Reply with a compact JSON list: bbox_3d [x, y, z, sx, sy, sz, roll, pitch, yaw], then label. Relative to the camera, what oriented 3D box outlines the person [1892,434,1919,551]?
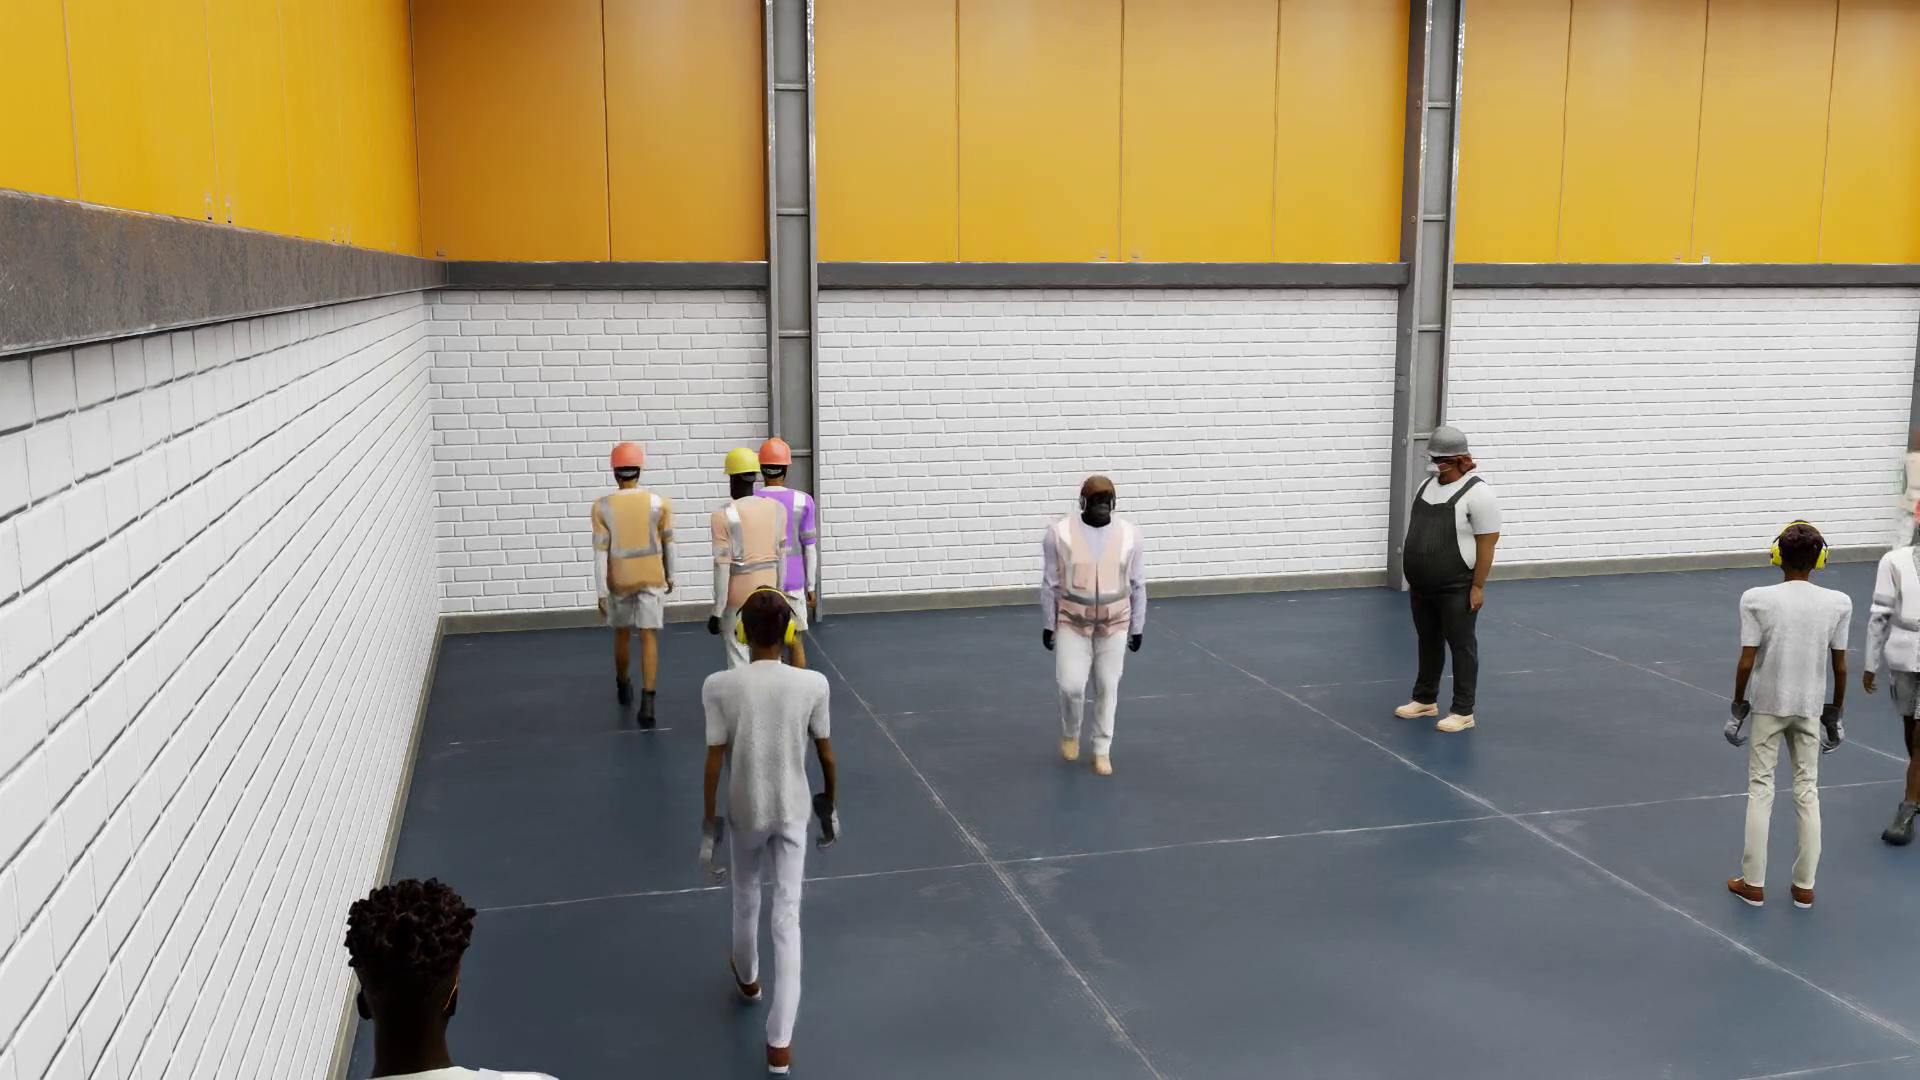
[{"bbox_3d":[9.157,-0.282,15.749,0.848,1.586,0.538,-4,10,-21],"label":"person"}]

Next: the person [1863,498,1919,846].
[{"bbox_3d":[5.253,0.649,9.057,0.559,1.890,1.014,9,12,43],"label":"person"}]

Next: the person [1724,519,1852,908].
[{"bbox_3d":[3.951,0.831,7.967,0.535,1.869,0.314,2,9,10],"label":"person"}]

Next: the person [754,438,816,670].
[{"bbox_3d":[-1.239,0.282,11.185,0.548,1.936,0.378,-1,9,-6],"label":"person"}]

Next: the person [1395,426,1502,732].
[{"bbox_3d":[3.208,0.247,11.081,0.535,2.000,0.684,-5,10,-26],"label":"person"}]

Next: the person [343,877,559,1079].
[{"bbox_3d":[-0.956,1.572,3.037,0.601,1.967,0.369,-3,9,-16],"label":"person"}]

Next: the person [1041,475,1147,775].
[{"bbox_3d":[0.814,0.514,10.053,0.644,1.832,0.432,0,9,-2],"label":"person"}]

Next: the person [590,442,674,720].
[{"bbox_3d":[-2.234,0.273,11.409,0.555,1.893,0.954,-2,9,-11],"label":"person"}]

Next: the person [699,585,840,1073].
[{"bbox_3d":[-0.753,1.076,6.581,0.561,1.818,0.959,-2,9,-10],"label":"person"}]

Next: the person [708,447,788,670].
[{"bbox_3d":[-1.377,0.356,10.766,0.596,1.924,0.380,-9,13,-44],"label":"person"}]
